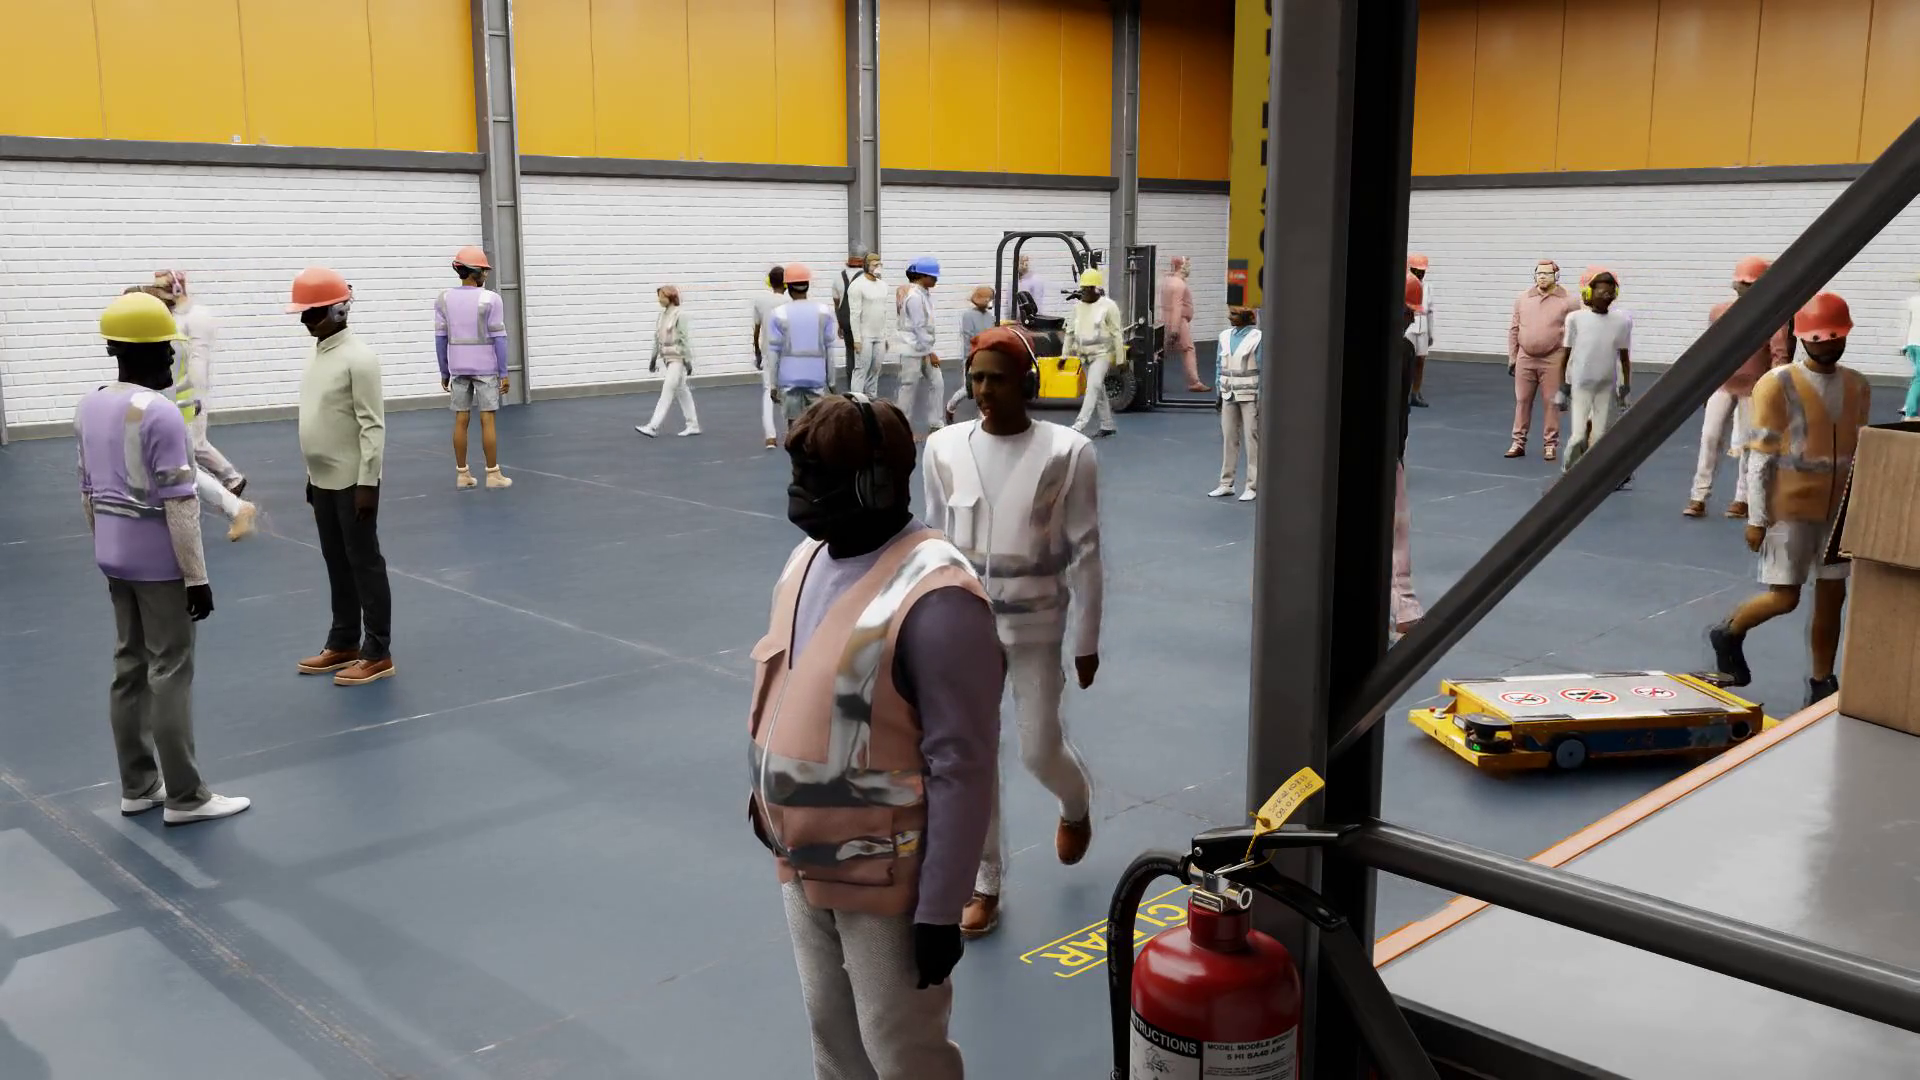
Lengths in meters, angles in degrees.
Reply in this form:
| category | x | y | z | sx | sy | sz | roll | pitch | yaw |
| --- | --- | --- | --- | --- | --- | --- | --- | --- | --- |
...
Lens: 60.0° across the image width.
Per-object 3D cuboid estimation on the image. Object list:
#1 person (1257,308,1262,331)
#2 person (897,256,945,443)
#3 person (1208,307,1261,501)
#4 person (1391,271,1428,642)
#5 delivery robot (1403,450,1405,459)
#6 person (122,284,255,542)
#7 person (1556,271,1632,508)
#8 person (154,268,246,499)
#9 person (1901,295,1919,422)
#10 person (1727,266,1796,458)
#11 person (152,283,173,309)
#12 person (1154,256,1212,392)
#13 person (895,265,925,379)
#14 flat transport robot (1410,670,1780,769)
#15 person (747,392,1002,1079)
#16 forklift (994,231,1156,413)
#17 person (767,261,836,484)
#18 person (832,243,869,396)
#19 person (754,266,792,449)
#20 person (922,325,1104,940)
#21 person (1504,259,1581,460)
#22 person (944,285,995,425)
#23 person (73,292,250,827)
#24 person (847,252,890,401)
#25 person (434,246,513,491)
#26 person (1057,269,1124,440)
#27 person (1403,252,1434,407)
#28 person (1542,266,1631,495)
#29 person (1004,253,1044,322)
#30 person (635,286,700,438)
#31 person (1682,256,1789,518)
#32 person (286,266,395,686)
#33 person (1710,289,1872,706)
| category | x | y | z | sx | sy | sz | roll | pitch | yaw |
| --- | --- | --- | --- | --- | --- | --- | --- | --- | --- |
| person | 3.348 | -2.007 | 17.403 | 0.428 | 1.921 | 0.644 | -5 | 12 | -26 |
| person | -0.339 | -1.930 | 17.012 | 0.773 | 1.907 | 0.616 | 3 | 11 | 17 |
| person | 2.271 | -1.133 | 13.425 | 0.315 | 1.636 | 0.515 | -9 | 13 | -39 |
| person | 2.208 | -0.419 | 8.683 | 0.669 | 1.933 | 0.934 | -7 | 13 | -34 |
| delivery robot | 3.610 | -0.808 | 14.347 | 0.477 | 0.478 | 0.707 | 5 | 12 | 26 |
| person | -5.301 | -0.820 | 11.263 | 0.827 | 1.812 | 0.666 | -8 | 13 | -36 |
| person | 4.990 | -1.181 | 13.091 | 0.549 | 1.851 | 0.465 | 1 | 10 | 5 |
| person | -5.905 | -1.113 | 12.636 | 0.662 | 1.882 | 0.768 | 7 | 12 | 33 |
| person | 10.969 | -2.194 | 18.877 | 0.426 | 1.749 | 0.560 | -1 | 10 | -6 |
| person | 7.651 | -1.697 | 15.938 | 0.621 | 1.845 | 0.429 | 3 | 11 | 17 |
| person | -6.088 | -1.101 | 12.749 | 0.653 | 1.810 | 0.496 | -2 | 11 | -10 |
| person | 2.922 | -2.937 | 22.665 | 0.989 | 1.866 | 0.654 | -1 | 10 | -7 |
| person | -0.705 | -3.235 | 24.745 | 0.534 | 1.691 | 0.318 | 4 | 11 | 19 |
| flat transport robot | 2.694 | 0.737 | 6.953 | 1.431 | 0.197 | 0.652 | -2 | 10 | -9 |
| person | -0.194 | 0.632 | 3.242 | 0.429 | 1.842 | 0.637 | -7 | 12 | -33 |
| forklift | 1.222 | -2.721 | 20.561 | 2.313 | 2.155 | 1.214 | 2 | 11 | 13 |
| person | -1.310 | -1.336 | 13.761 | 0.560 | 1.919 | 0.426 | -3 | 11 | -14 |
| person | -1.282 | -2.834 | 21.596 | 0.680 | 2.000 | 0.537 | 6 | 12 | 31 |
| person | -1.851 | -1.859 | 16.881 | 0.536 | 1.819 | 0.968 | 1 | 10 | 7 |
| person | 0.182 | 0.260 | 5.206 | 0.586 | 1.869 | 0.674 | 5 | 11 | 23 |
| person | 5.534 | -1.714 | 15.854 | 0.639 | 1.911 | 0.406 | 7 | 12 | 33 |
| person | 0.143 | -1.962 | 18.016 | 0.510 | 1.604 | 0.692 | -9 | 14 | -41 |
| person | -2.924 | 0.076 | 6.037 | 0.585 | 1.928 | 0.370 | 7 | 12 | 32 |
| person | -1.024 | -2.306 | 18.997 | 0.379 | 1.940 | 0.629 | 8 | 13 | 36 |
| person | -4.067 | -1.431 | 13.947 | 0.613 | 2.039 | 0.389 | 2 | 11 | 10 |
| person | 1.323 | -1.891 | 17.148 | 0.938 | 1.776 | 0.624 | -9 | 13 | -39 |
| person | 5.633 | -2.606 | 20.693 | 0.617 | 1.918 | 0.514 | -4 | 11 | -21 |
| person | 5.231 | -1.302 | 13.665 | 0.994 | 1.895 | 0.562 | -5 | 11 | -23 |
| person | 0.835 | -2.982 | 22.815 | 0.429 | 1.888 | 0.666 | -9 | 14 | -41 |
| person | -3.102 | -1.860 | 17.469 | 0.843 | 1.592 | 0.546 | -7 | 13 | -35 |
| person | 5.826 | -1.122 | 12.448 | 0.679 | 1.968 | 0.647 | -10 | 14 | -43 |
| person | -2.967 | -0.303 | 7.947 | 0.608 | 1.986 | 0.389 | 9 | 14 | 41 |
| person | 3.714 | -0.155 | 7.372 | 0.611 | 1.911 | 0.667 | -3 | 11 | -14 |
